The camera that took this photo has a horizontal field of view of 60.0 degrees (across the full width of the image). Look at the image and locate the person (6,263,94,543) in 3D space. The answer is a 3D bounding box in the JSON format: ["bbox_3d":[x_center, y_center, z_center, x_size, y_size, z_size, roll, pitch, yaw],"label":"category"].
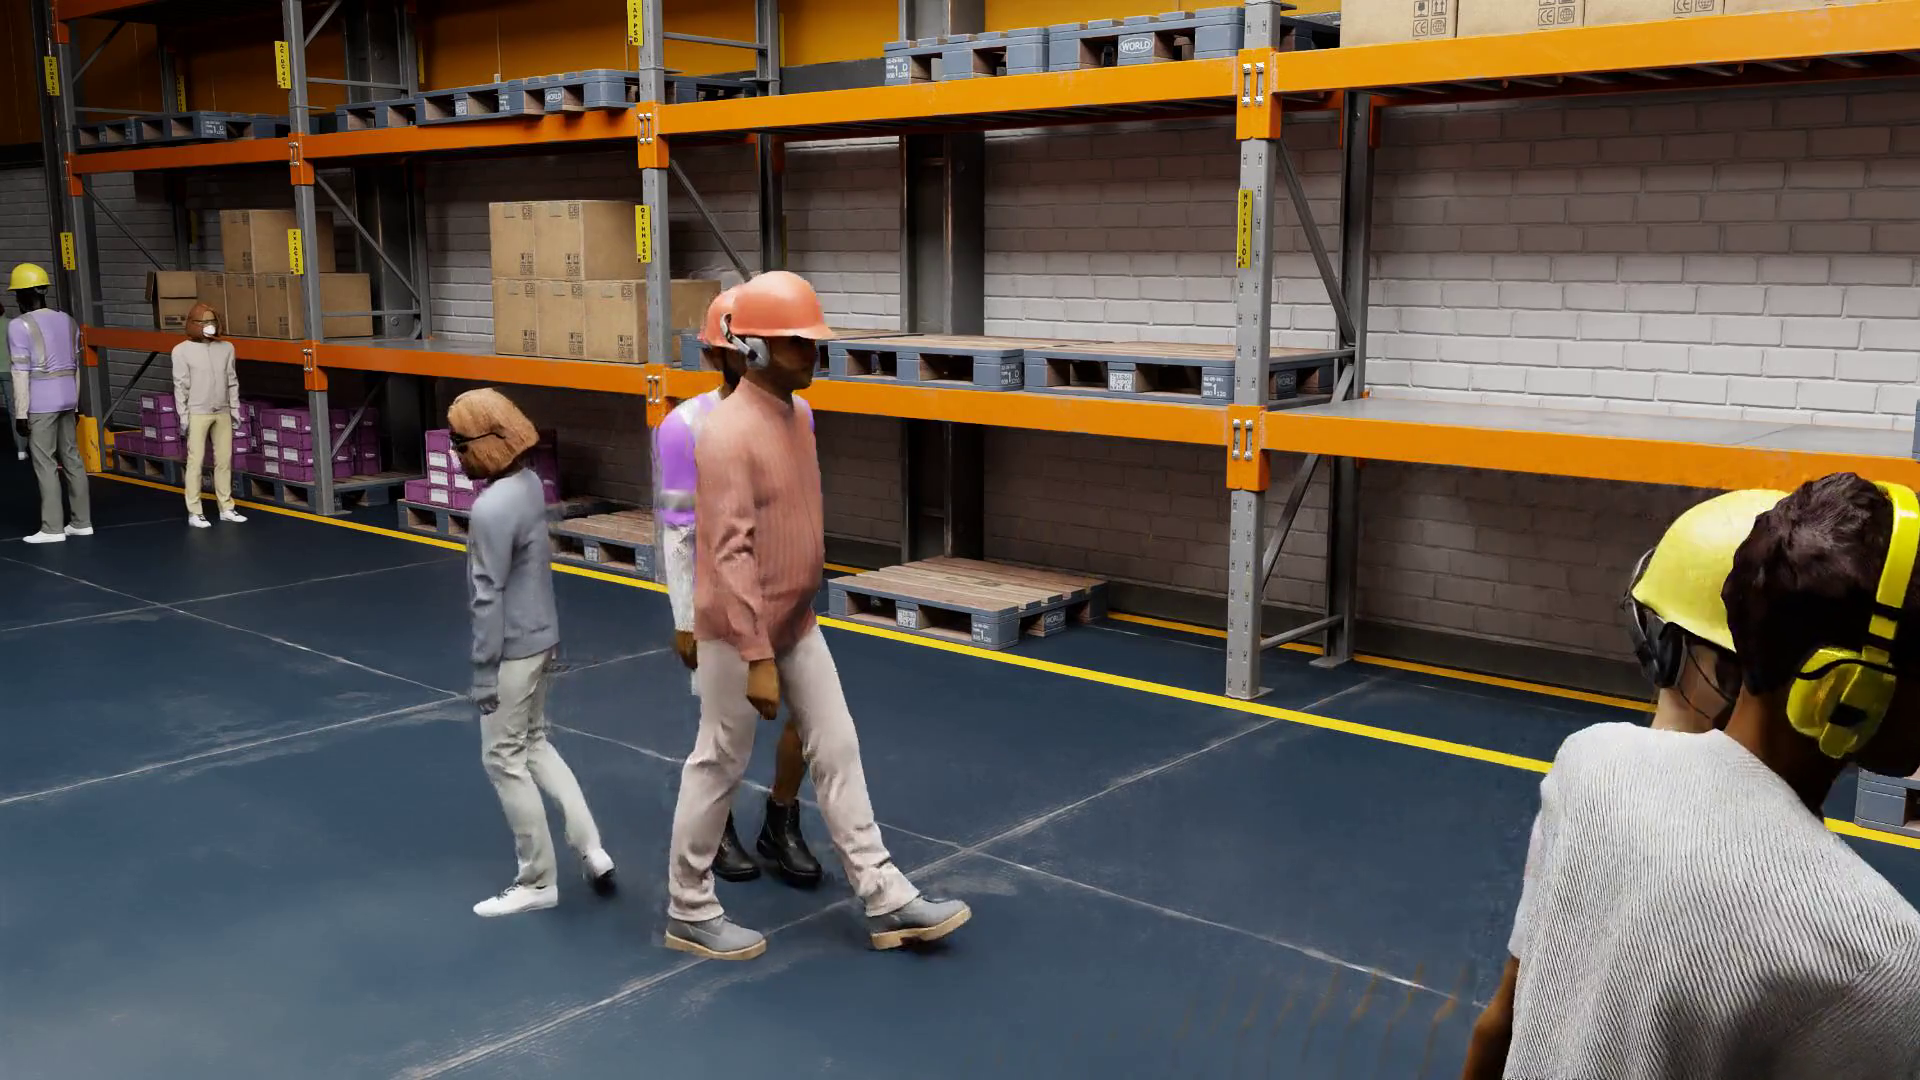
[{"bbox_3d":[-6.306,-0.937,11.468,0.397,1.918,0.588,2,10,11],"label":"person"}]

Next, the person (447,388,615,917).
[{"bbox_3d":[-1.297,0.339,5.071,0.447,1.610,0.519,0,10,0],"label":"person"}]

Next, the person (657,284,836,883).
[{"bbox_3d":[-0.649,0.165,5.185,0.563,1.907,0.613,-7,12,-35],"label":"person"}]

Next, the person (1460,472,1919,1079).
[{"bbox_3d":[0.750,0.826,1.699,0.828,1.813,0.566,-1,10,-5],"label":"person"}]

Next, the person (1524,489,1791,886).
[{"bbox_3d":[0.848,0.807,1.986,0.526,1.761,0.337,-8,12,-37],"label":"person"}]

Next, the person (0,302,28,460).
[{"bbox_3d":[-9.159,-1.559,15.819,0.498,1.633,0.283,-8,13,-38],"label":"person"}]

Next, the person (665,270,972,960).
[{"bbox_3d":[-0.434,0.249,4.617,0.962,1.949,0.653,3,11,19],"label":"person"}]

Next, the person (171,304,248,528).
[{"bbox_3d":[-5.475,-0.906,12.128,0.284,1.626,0.495,6,12,31],"label":"person"}]
